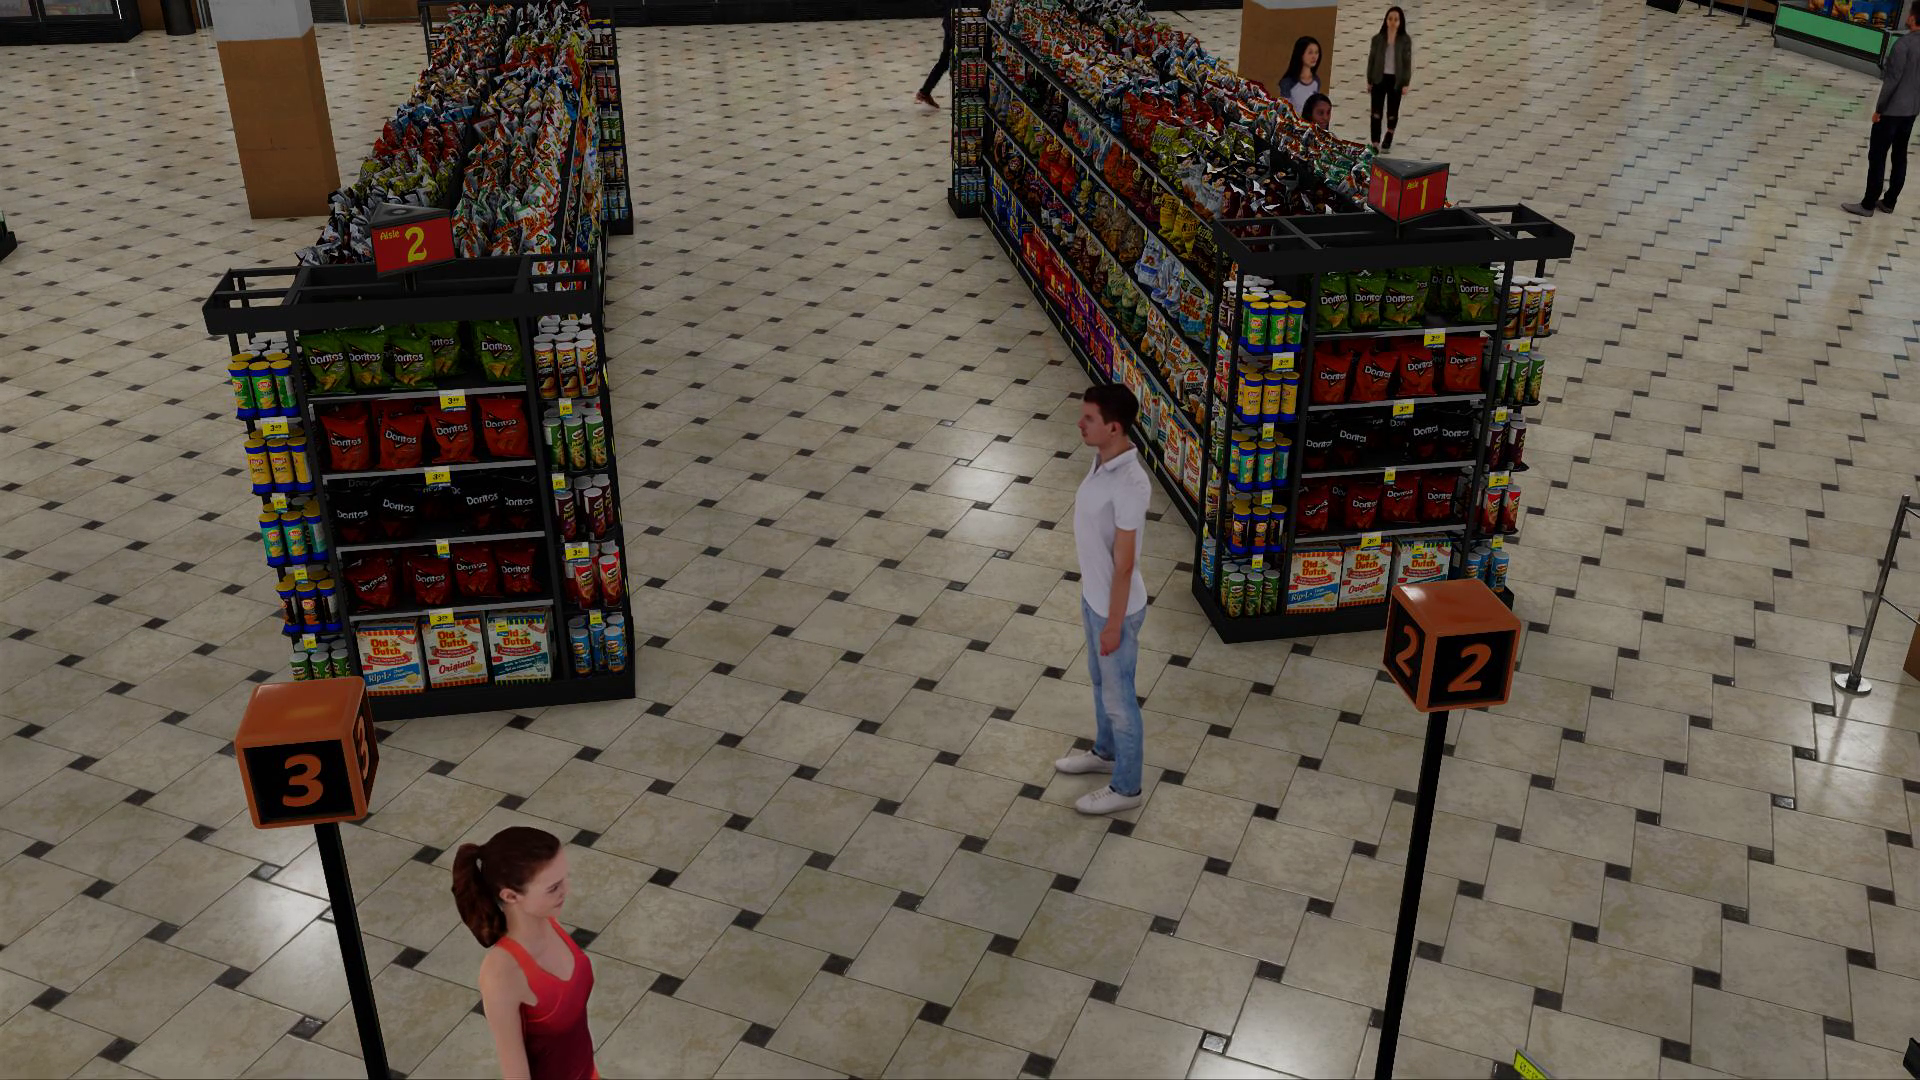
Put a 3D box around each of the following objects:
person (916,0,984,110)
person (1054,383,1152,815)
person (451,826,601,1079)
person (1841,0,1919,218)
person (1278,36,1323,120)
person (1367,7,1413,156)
[{"bbox_3d":[-0.099,-5.637,18.383,0.804,1.788,1.149,-3,27,-5],"label":"person"},{"bbox_3d":[0.625,0.238,6.729,0.698,1.851,0.480,-4,27,-8],"label":"person"},{"bbox_3d":[-1.074,1.486,4.381,0.673,1.749,0.550,2,27,3],"label":"person"},{"bbox_3d":[8.285,-3.810,14.684,0.728,1.876,0.672,-10,29,-19],"label":"person"},{"bbox_3d":[2.766,-3.384,14.081,0.881,1.660,1.210,-15,30,-27],"label":"person"},{"bbox_3d":[4.297,-4.581,16.669,0.885,1.454,1.048,9,28,17],"label":"person"}]
